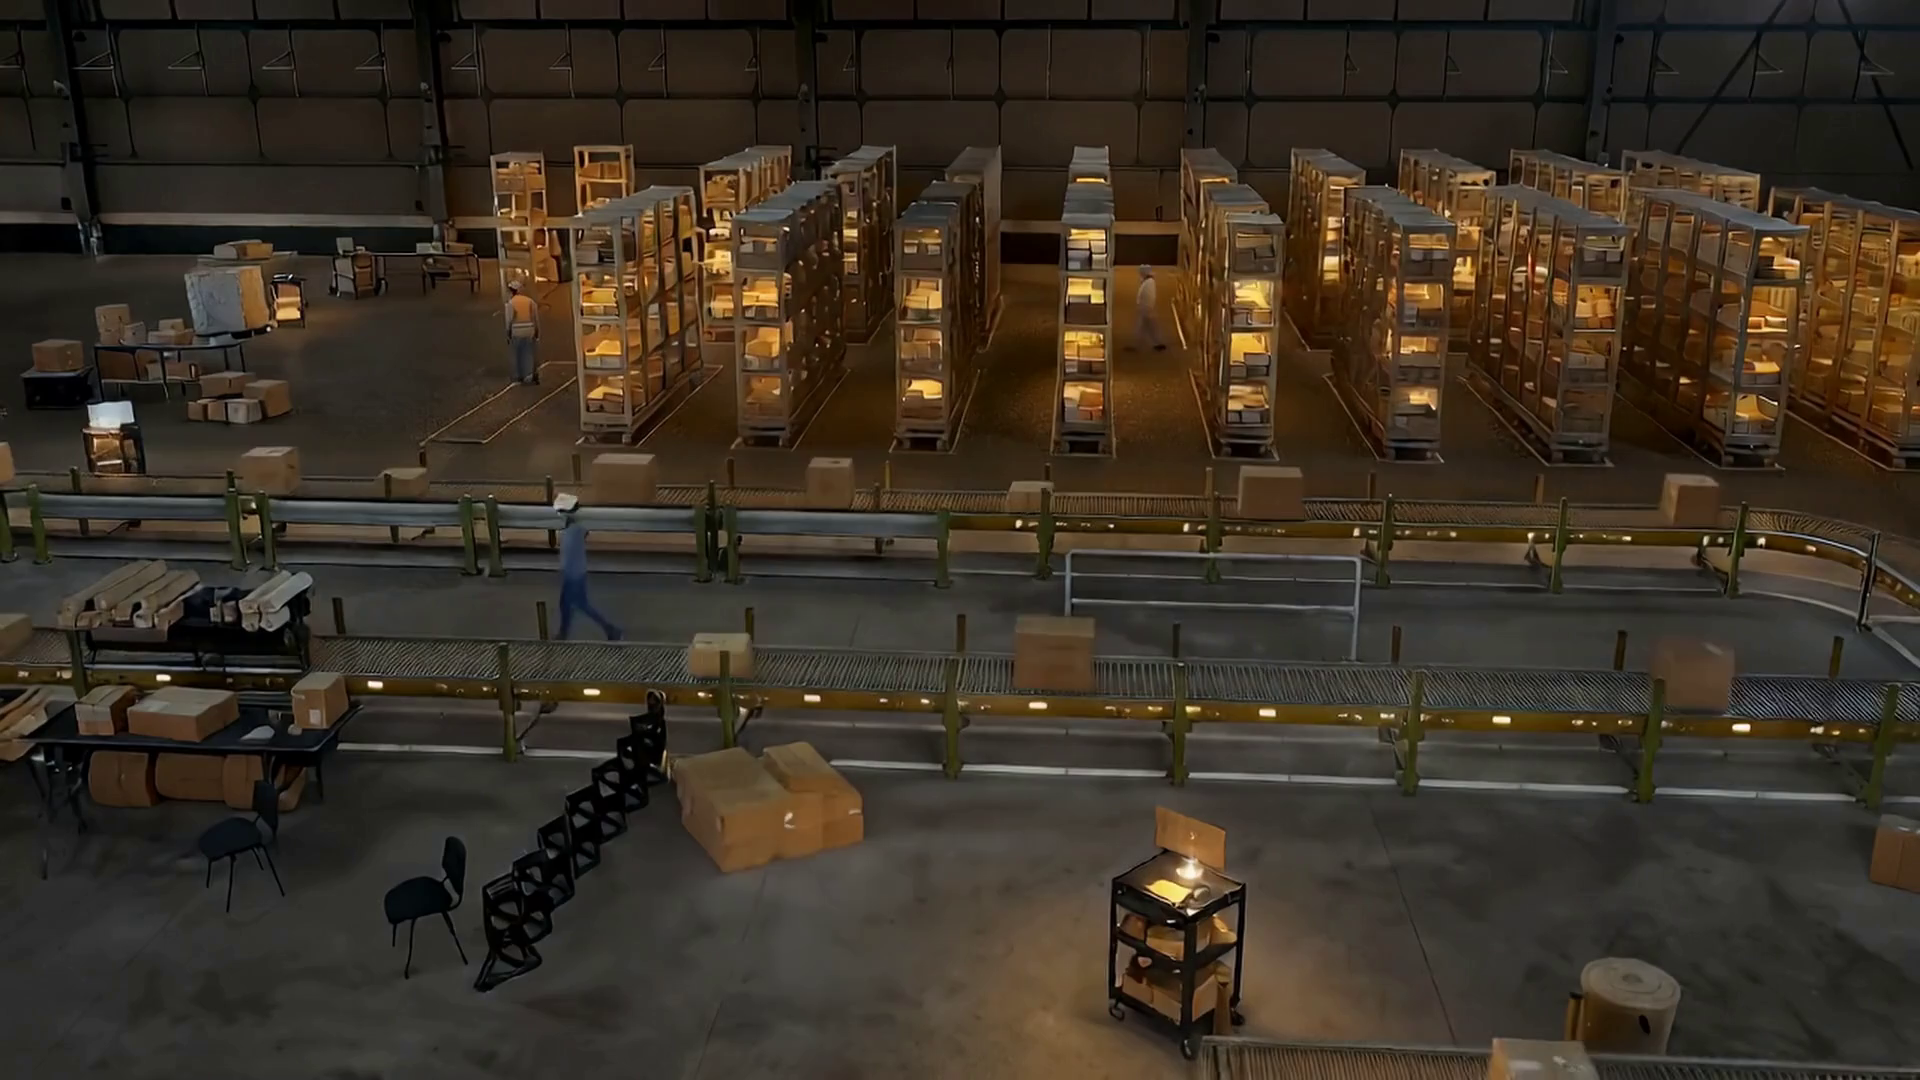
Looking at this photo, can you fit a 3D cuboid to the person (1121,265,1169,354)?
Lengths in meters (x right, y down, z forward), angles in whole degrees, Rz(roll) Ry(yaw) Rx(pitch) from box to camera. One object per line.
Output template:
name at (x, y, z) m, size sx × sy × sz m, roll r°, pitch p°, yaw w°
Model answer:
person at (3.768, -4.622, 33.309) m, size 0.950 × 1.792 × 0.582 m, roll 0°, pitch 17°, yaw 1°

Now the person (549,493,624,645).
person at (-4.033, 0.338, 17.652) m, size 0.828 × 1.735 × 0.531 m, roll -1°, pitch 18°, yaw -3°

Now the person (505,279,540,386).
person at (-7.996, -3.803, 30.441) m, size 0.615 × 1.943 × 0.409 m, roll -9°, pitch 19°, yaw -25°
